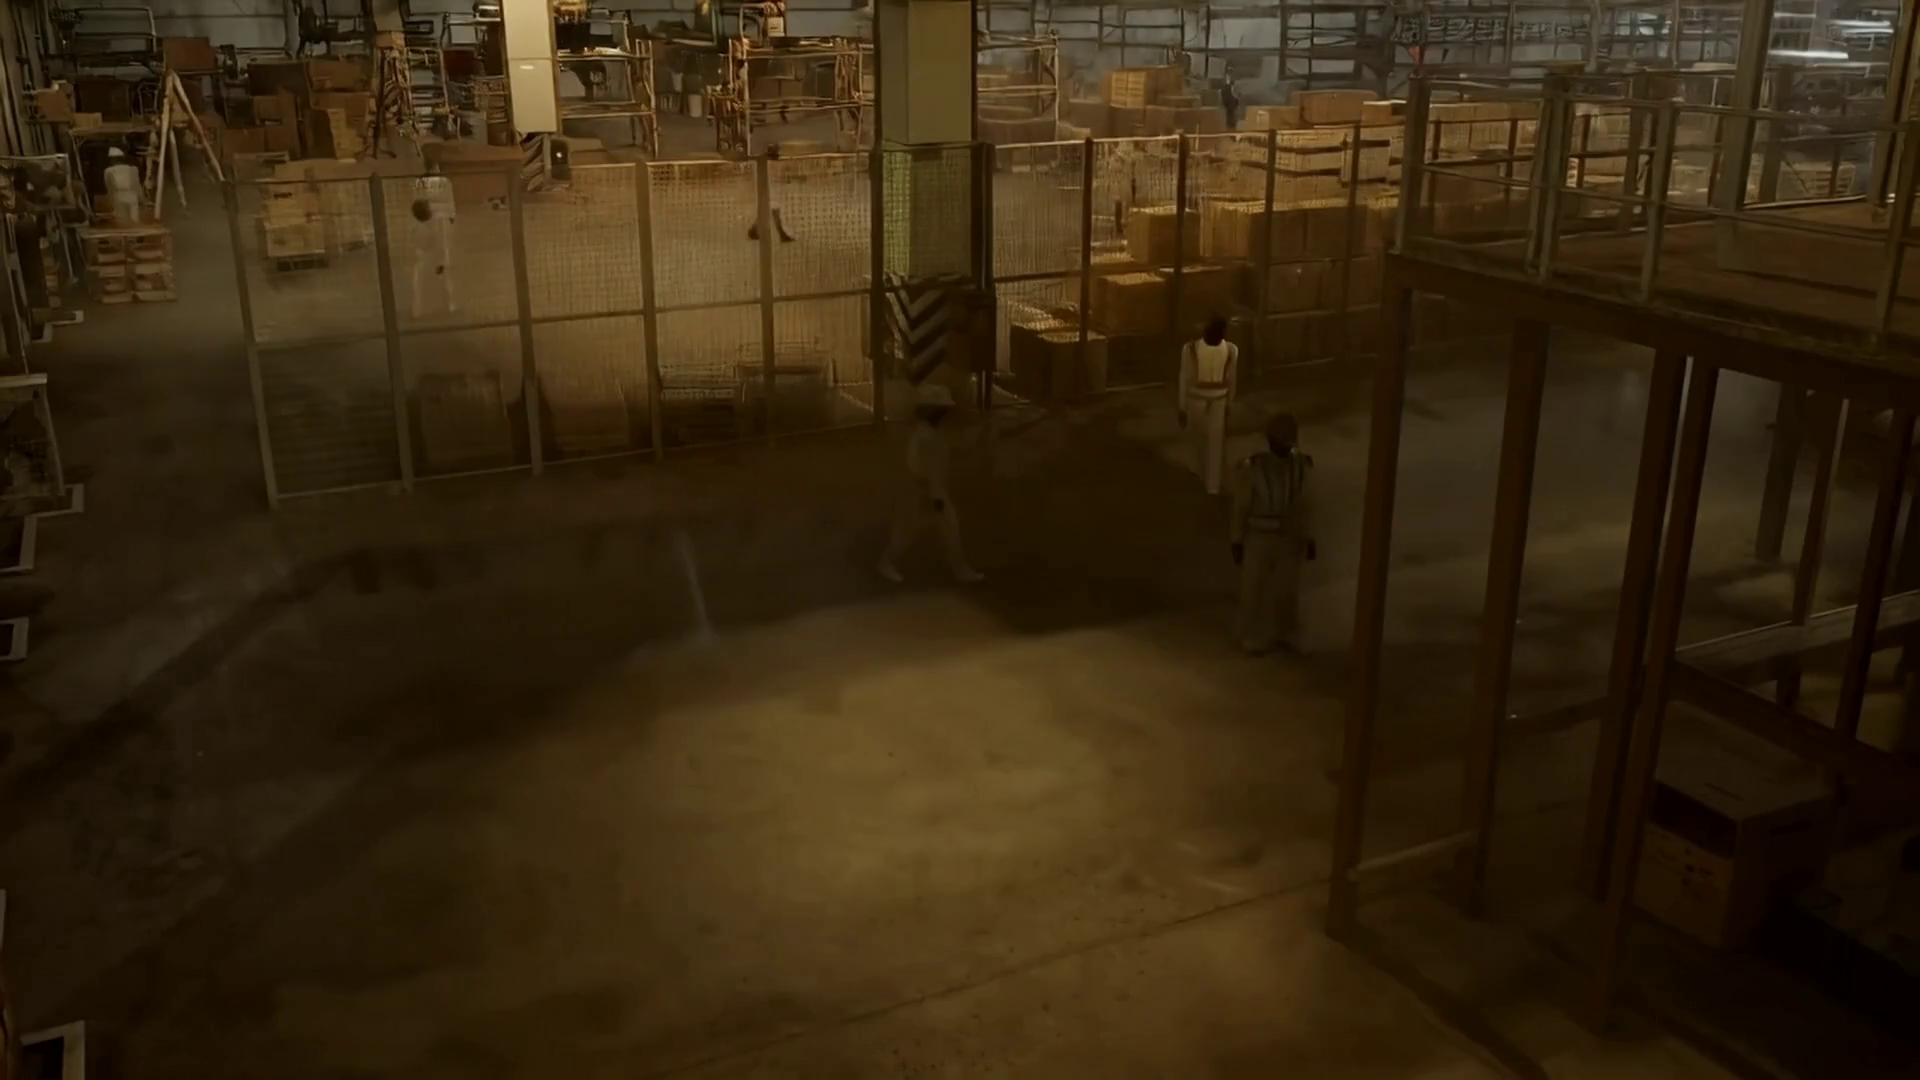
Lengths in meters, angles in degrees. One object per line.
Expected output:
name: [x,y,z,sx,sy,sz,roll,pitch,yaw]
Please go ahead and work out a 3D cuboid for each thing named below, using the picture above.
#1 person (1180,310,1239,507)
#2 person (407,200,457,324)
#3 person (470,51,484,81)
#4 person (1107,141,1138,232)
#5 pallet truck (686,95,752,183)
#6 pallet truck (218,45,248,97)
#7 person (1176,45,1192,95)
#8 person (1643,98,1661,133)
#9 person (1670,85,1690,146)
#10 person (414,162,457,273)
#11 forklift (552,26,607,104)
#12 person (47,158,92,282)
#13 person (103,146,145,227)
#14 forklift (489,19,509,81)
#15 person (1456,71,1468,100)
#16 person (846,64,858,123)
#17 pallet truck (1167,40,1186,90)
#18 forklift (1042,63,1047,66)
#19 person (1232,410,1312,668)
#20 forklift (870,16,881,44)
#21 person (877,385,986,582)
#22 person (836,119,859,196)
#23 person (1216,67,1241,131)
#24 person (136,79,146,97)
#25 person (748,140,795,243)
person: [2.386,-1.318,16.085,0.571,1.840,1.000,0,19,1]
person: [-7.712,-4.058,24.125,0.687,1.770,0.995,5,20,15]
person: [-18.398,-17.658,63.317,0.640,1.917,0.736,13,23,34]
person: [2.979,-6.333,30.450,0.627,1.940,0.372,-10,21,-27]
pallet truck: [-5.836,-9.608,39.856,0.823,1.965,1.885,10,22,27]
pallet truck: [-28.879,-18.665,66.111,0.823,1.965,1.885,-3,19,-9]
person: [8.938,-18.805,66.557,0.616,1.964,0.715,4,19,11]
person: [17.053,-9.982,41.152,0.532,1.854,0.429,-4,19,-11]
person: [20.020,-11.716,46.281,0.584,1.791,0.784,-5,20,-13]
person: [-8.788,-5.407,27.915,0.622,1.844,0.429,-6,20,-16]
forklift: [-14.388,-17.837,62.377,1.873,2.768,1.129,-9,21,-25]
person: [-14.484,-5.215,27.124,0.608,1.995,0.377,-18,26,-41]
person: [-14.863,-6.033,29.629,0.615,1.906,0.616,-11,22,-29]
forklift: [-19.271,-20.444,69.932,1.129,2.768,1.873,14,23,35]
person: [15.285,-13.334,50.802,0.461,1.899,0.612,13,23,33]
person: [-3.553,-14.725,54.878,0.678,1.883,0.601,14,23,34]
pallet truck: [9.045,-19.971,69.895,0.823,1.965,1.885,-3,19,-8]
forklift: [4.374,-25.660,85.053,1.873,2.768,1.129,-9,21,-25]
person: [2.272,-0.012,12.117,0.615,1.942,0.408,-7,20,-18]
forklift: [-3.564,-22.246,75.158,1.129,2.768,1.873,-9,21,-25]
person: [-0.277,-0.454,13.763,0.890,1.704,0.498,1,19,4]
person: [-2.532,-8.608,37.427,0.533,1.690,0.321,4,19,11]
person: [8.184,-13.520,51.130,0.953,2.000,0.693,-8,20,-21]
person: [-25.210,-13.419,51.460,0.522,1.631,0.324,9,21,24]
person: [-3.571,-6.506,31.027,0.975,1.901,0.552,7,20,19]
